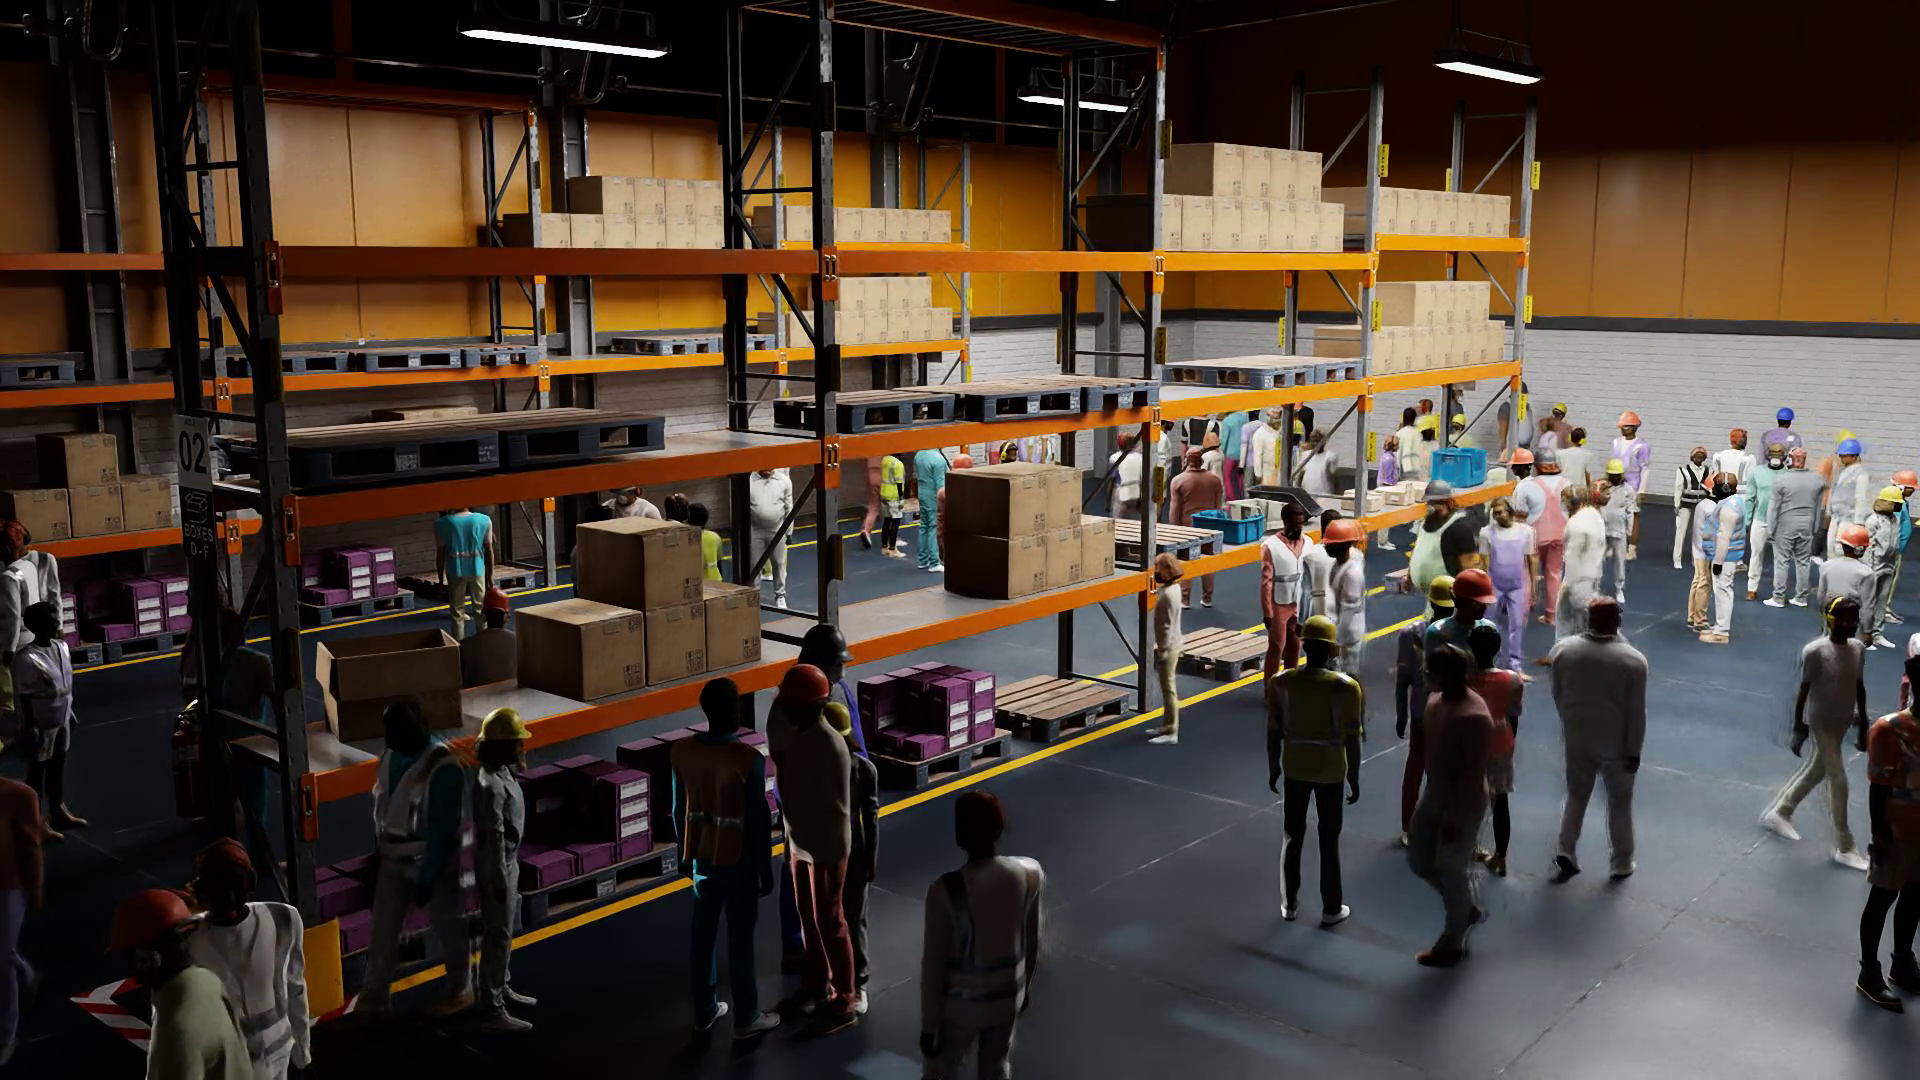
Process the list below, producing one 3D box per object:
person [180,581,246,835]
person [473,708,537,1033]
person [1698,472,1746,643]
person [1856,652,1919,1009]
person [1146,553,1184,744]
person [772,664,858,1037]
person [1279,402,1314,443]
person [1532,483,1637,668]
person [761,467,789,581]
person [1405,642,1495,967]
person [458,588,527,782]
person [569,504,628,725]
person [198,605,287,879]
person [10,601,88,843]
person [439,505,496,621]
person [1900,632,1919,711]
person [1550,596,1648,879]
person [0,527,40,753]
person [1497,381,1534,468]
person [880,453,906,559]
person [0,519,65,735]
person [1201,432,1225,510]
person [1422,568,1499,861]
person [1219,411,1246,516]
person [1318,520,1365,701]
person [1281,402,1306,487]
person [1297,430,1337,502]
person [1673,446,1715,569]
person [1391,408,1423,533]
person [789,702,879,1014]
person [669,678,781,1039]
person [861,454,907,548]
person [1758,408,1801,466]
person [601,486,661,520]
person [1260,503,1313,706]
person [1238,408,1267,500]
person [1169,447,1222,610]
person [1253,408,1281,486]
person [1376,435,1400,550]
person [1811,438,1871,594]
[{"bbox_3d":[-5.276,1.187,11.792,0.430,1.845,0.624,-8,13,-41],"label":"person"},{"bbox_3d":[-2.412,1.736,8.838,0.323,1.736,0.486,-2,10,-10],"label":"person"},{"bbox_3d":[8.161,0.184,17.806,0.429,1.837,0.627,5,11,28],"label":"person"},{"bbox_3d":[5.226,1.571,9.125,0.603,1.966,0.368,-4,10,-21],"label":"person"},{"bbox_3d":[1.737,0.910,14.086,0.292,1.629,0.505,1,10,8],"label":"person"},{"bbox_3d":[-0.785,1.619,8.804,0.409,1.984,0.613,-5,11,-30],"label":"person"},{"bbox_3d":[5.652,-1.598,27.978,0.609,1.991,0.384,-1,10,-6],"label":"person"},{"bbox_3d":[6.223,0.389,16.433,0.911,1.904,0.648,4,10,23],"label":"person"},{"bbox_3d":[-2.437,-0.435,21.222,0.372,1.923,0.595,9,13,42],"label":"person"},{"bbox_3d":[2.816,1.526,9.552,0.478,1.918,0.626,-3,10,-15],"label":"person"},{"bbox_3d":[-3.313,1.208,11.960,0.570,1.743,0.353,-2,10,-13],"label":"person"},{"bbox_3d":[-3.155,0.656,14.587,0.600,1.967,0.368,9,13,41],"label":"person"},{"bbox_3d":[-4.684,1.350,10.902,0.711,1.828,0.421,3,10,15],"label":"person"},{"bbox_3d":[-6.443,1.266,11.748,0.322,1.697,0.535,1,10,5],"label":"person"},{"bbox_3d":[-5.547,-0.101,18.889,0.535,2.000,0.683,8,12,40],"label":"person"},{"bbox_3d":[6.776,1.251,11.480,0.404,1.827,0.593,-6,11,-33],"label":"person"},{"bbox_3d":[4.206,1.300,11.001,0.658,1.879,0.610,7,12,38],"label":"person"},{"bbox_3d":[-7.815,0.823,13.833,0.337,1.883,0.584,-2,10,-11],"label":"person"},{"bbox_3d":[9.578,-1.719,28.550,0.688,2.000,0.536,-5,11,-30],"label":"person"},{"bbox_3d":[-0.919,-0.583,22.828,0.320,1.687,0.538,-5,11,-29],"label":"person"},{"bbox_3d":[-8.046,0.745,14.327,0.589,1.876,0.359,-3,10,-19],"label":"person"},{"bbox_3d":[3.624,-0.736,23.930,0.497,1.625,0.288,-9,13,-44],"label":"person"},{"bbox_3d":[3.391,1.190,11.214,0.606,2.035,0.402,-4,10,-24],"label":"person"},{"bbox_3d":[4.380,-1.355,26.640,0.400,1.955,0.801,9,13,43],"label":"person"},{"bbox_3d":[3.124,0.785,13.980,0.674,1.915,0.554,-2,10,-10],"label":"person"},{"bbox_3d":[4.971,-1.114,24.930,0.373,2.042,0.615,0,10,1],"label":"person"},{"bbox_3d":[4.816,-0.590,22.560,0.502,1.781,0.986,8,12,40],"label":"person"},{"bbox_3d":[9.716,-0.427,22.030,0.514,1.640,0.310,0,10,1],"label":"person"},{"bbox_3d":[6.764,-1.062,25.149,0.610,1.860,1.020,-3,10,-17],"label":"person"},{"bbox_3d":[-0.680,1.714,8.974,0.487,1.738,0.321,0,10,2],"label":"person"},{"bbox_3d":[-1.241,1.663,8.716,0.593,1.922,0.392,5,11,27],"label":"person"},{"bbox_3d":[-1.084,-0.802,23.521,0.672,1.884,0.725,8,12,38],"label":"person"},{"bbox_3d":[11.969,-0.962,24.302,0.406,1.947,0.606,-7,12,-36],"label":"person"},{"bbox_3d":[-3.334,0.282,16.598,0.677,2.000,0.536,2,10,10],"label":"person"},{"bbox_3d":[2.961,0.600,15.119,0.598,1.908,0.410,-6,11,-32],"label":"person"},{"bbox_3d":[4.575,-1.218,25.937,0.595,1.913,0.399,-7,12,-36],"label":"person"},{"bbox_3d":[2.735,-0.134,19.504,0.641,1.904,0.401,-2,10,-14],"label":"person"},{"bbox_3d":[4.675,-1.034,24.907,0.653,1.894,0.400,-6,11,-34],"label":"person"},{"bbox_3d":[6.049,-0.672,23.522,0.315,1.631,0.526,1,10,8],"label":"person"},{"bbox_3d":[10.733,-0.274,20.219,0.512,1.938,0.633,0,10,0],"label":"person"}]
